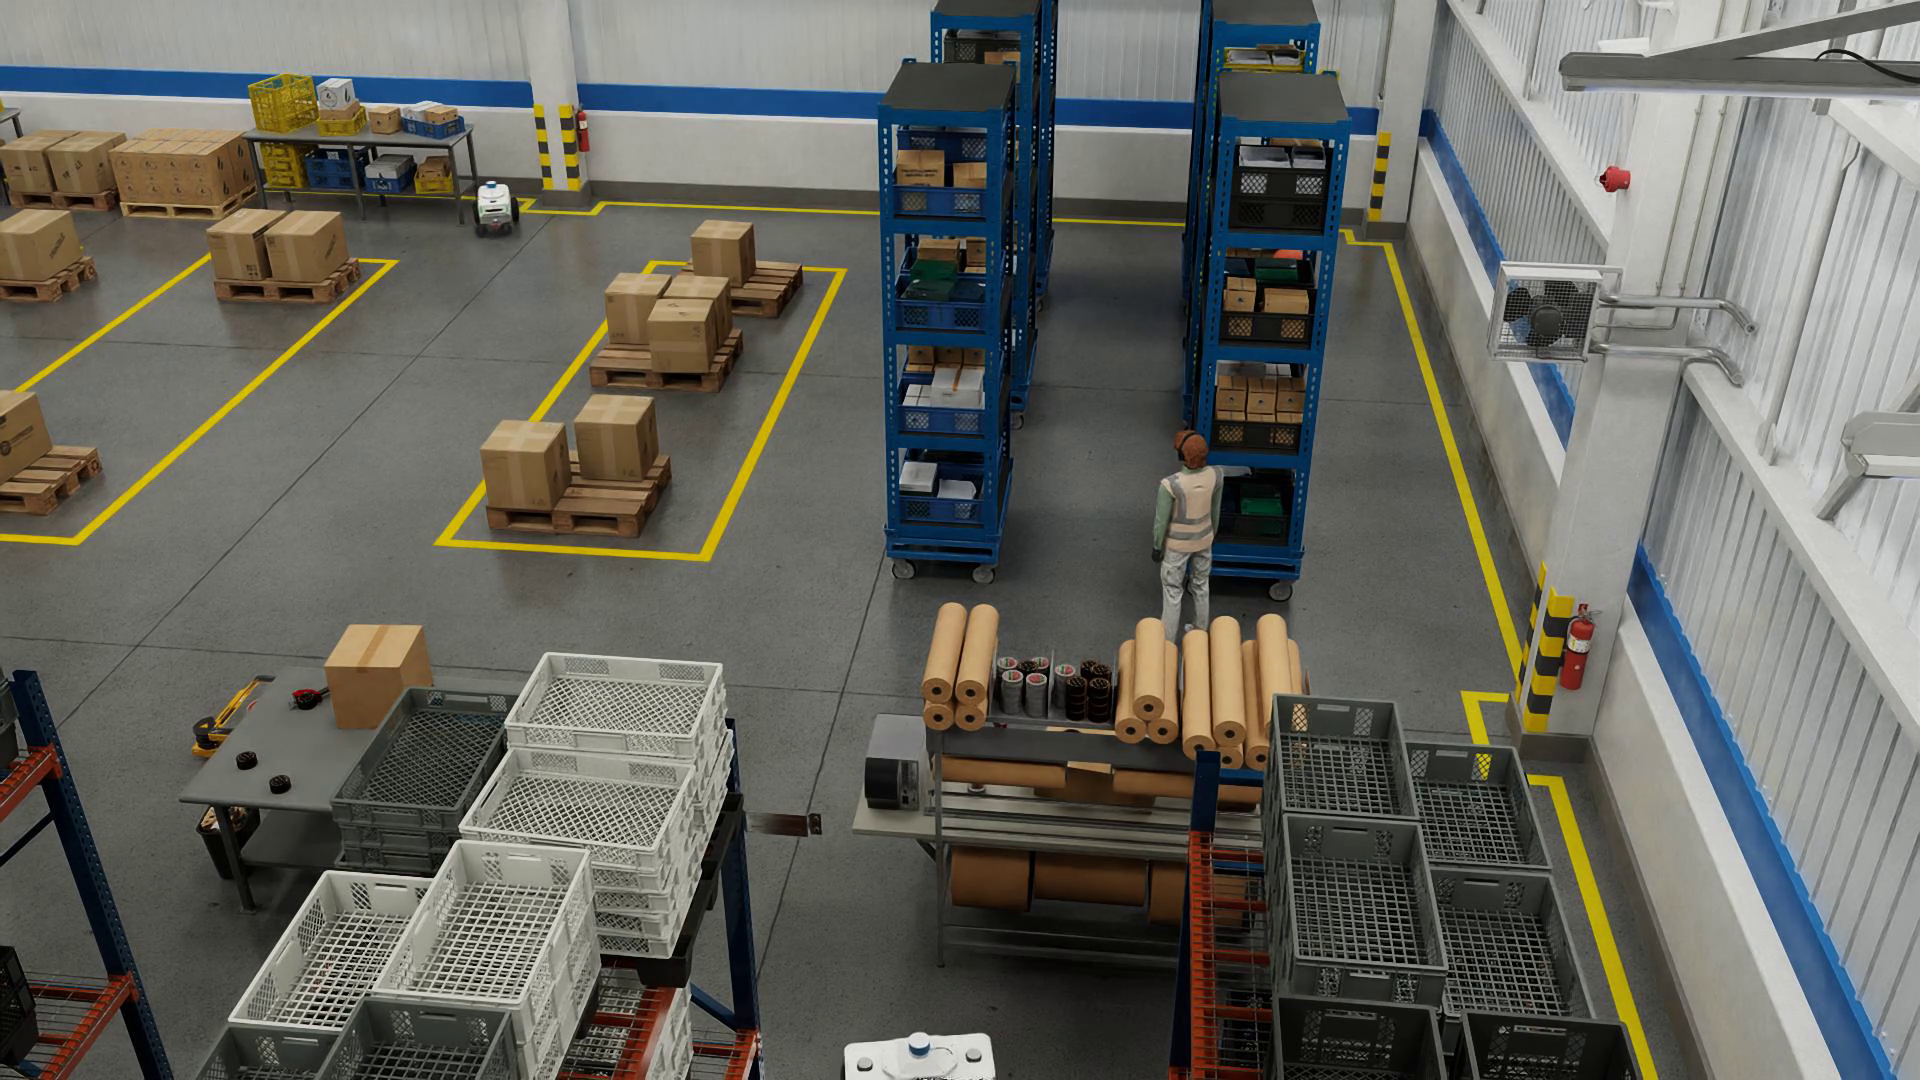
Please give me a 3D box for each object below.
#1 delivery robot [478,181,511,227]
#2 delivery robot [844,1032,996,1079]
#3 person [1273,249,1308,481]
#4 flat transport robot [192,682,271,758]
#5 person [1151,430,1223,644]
[{"bbox_3d":[-5.279,-3.818,18.835,0.477,0.478,0.707,-7,31,-12],"label":"delivery robot"},{"bbox_3d":[-0.190,2.546,7.904,0.707,0.478,0.477,-3,30,-5],"label":"delivery robot"},{"bbox_3d":[2.536,-1.394,13.339,0.380,1.996,0.608,-23,37,-34],"label":"person"},{"bbox_3d":[-4.089,1.163,10.648,1.431,0.197,0.652,3,30,6],"label":"flat transport robot"},{"bbox_3d":[1.533,0.019,11.271,0.518,1.632,0.314,-14,33,-23],"label":"person"}]
